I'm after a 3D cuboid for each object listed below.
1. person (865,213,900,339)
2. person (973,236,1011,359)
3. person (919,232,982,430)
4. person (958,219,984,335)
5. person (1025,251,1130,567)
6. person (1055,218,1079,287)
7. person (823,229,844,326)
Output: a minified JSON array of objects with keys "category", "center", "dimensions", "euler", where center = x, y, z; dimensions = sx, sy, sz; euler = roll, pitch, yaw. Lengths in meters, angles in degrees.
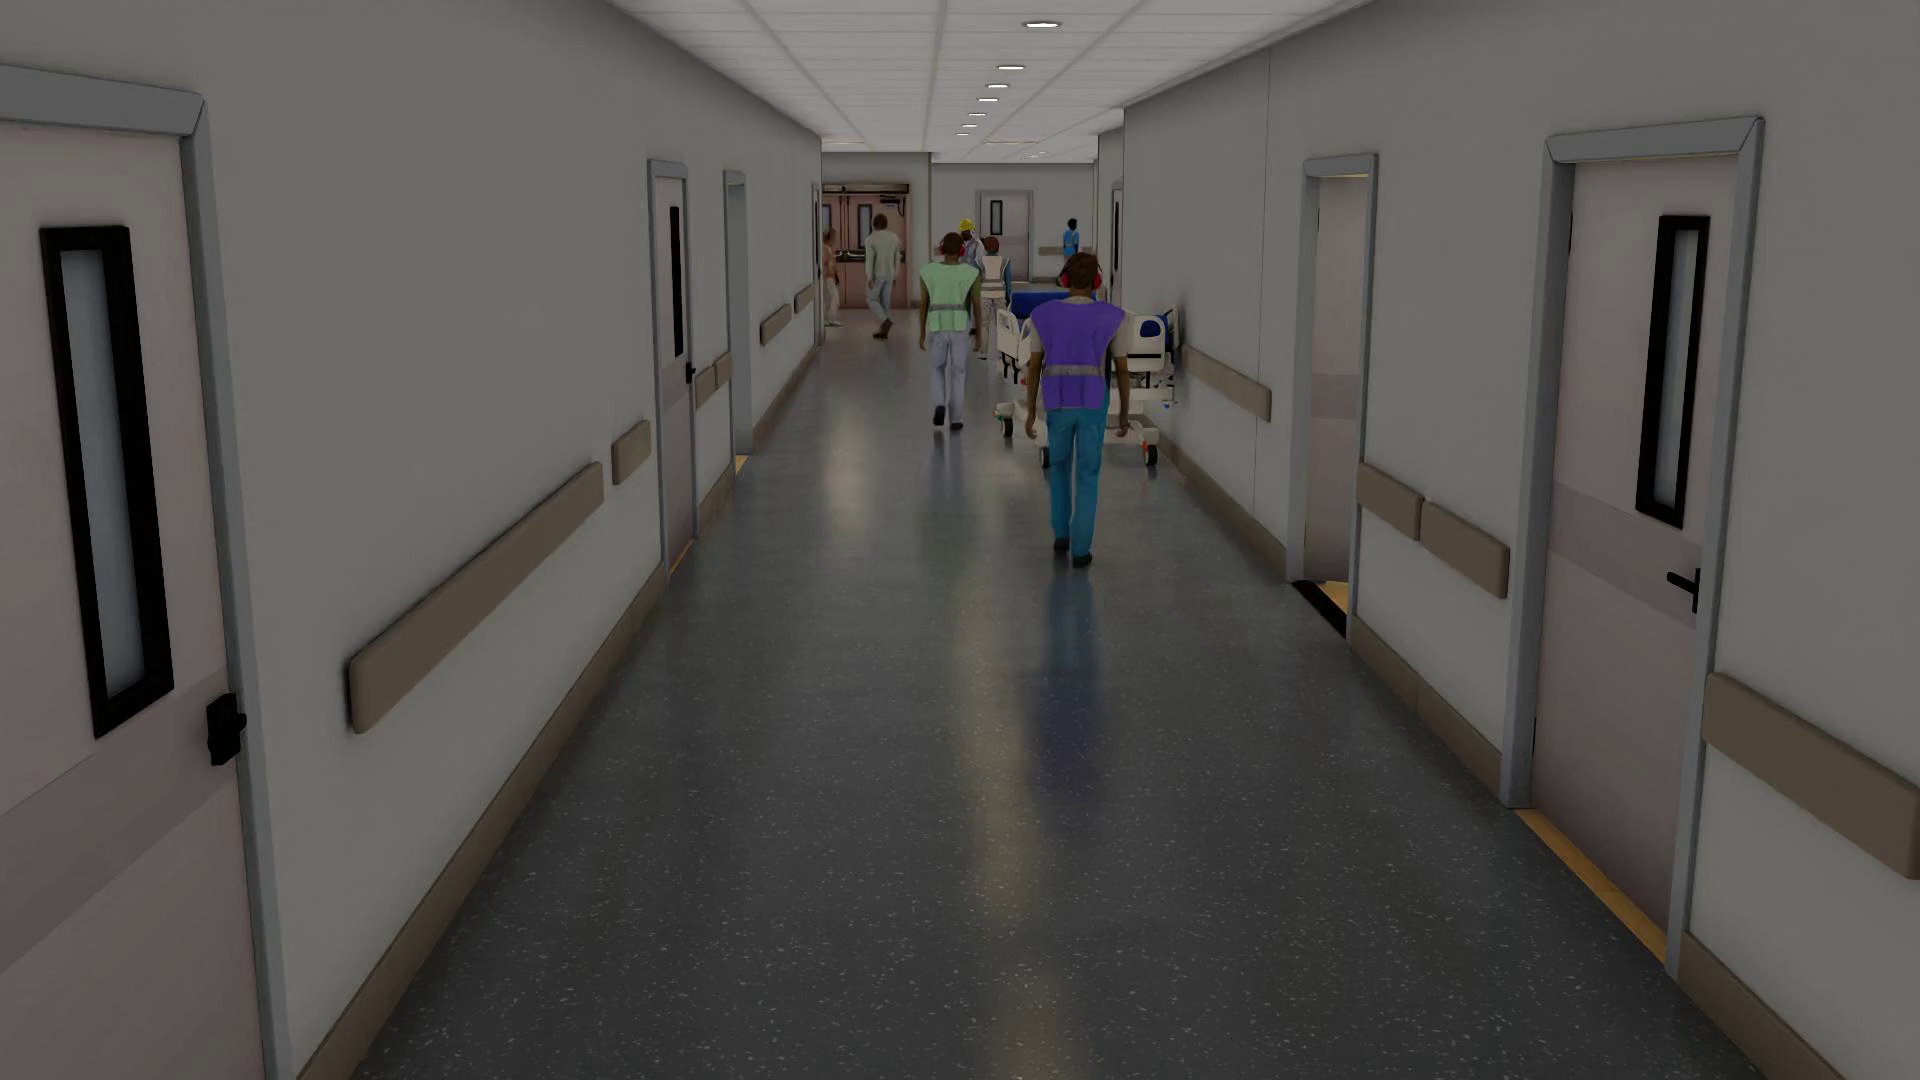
[{"category":"person","center":[-1.166,-4.007,25.306],"dimensions":[0.634,1.922,0.531],"euler":[-8,14,-34]},{"category":"person","center":[0.425,-3.225,22.200],"dimensions":[0.525,1.637,0.307],"euler":[-1,12,-7]},{"category":"person","center":[-0.085,-1.924,15.389],"dimensions":[0.592,1.827,0.456],"euler":[1,12,6]},{"category":"person","center":[0.108,-4.135,26.186],"dimensions":[0.591,1.824,0.403],"euler":[10,16,41]},{"category":"person","center":[0.700,-0.772,9.793],"dimensions":[0.605,1.821,0.636],"euler":[2,12,10]},{"category":"person","center":[2.570,-6.751,39.259],"dimensions":[0.554,1.684,0.534],"euler":[-8,14,-34]},{"category":"person","center":[-2.115,-4.376,27.825],"dimensions":[0.588,1.615,0.546],"euler":[2,12,8]}]
